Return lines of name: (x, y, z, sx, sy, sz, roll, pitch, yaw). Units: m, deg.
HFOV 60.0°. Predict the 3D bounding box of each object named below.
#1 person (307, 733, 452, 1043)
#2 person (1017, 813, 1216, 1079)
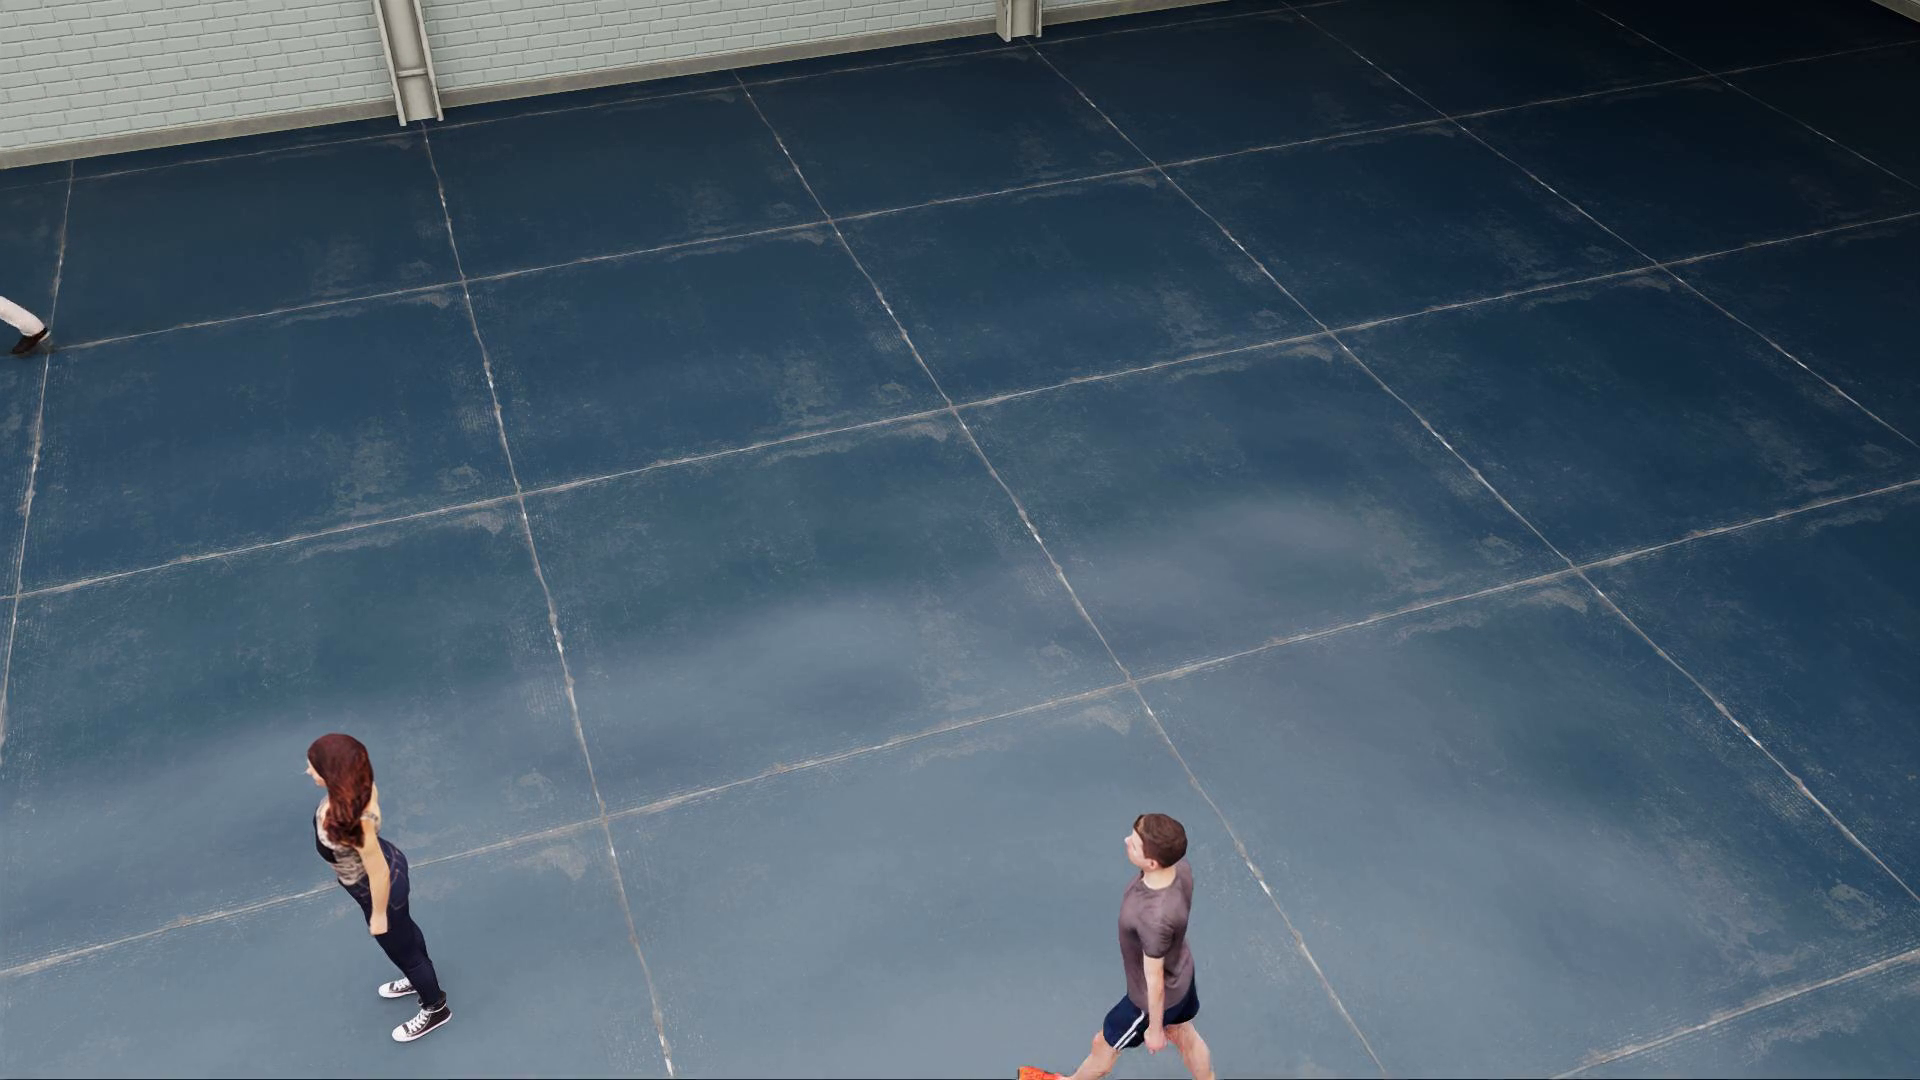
person: (-2.487, 1.475, 7.141, 0.545, 1.770, 0.617, -15, 41, -19)
person: (0.872, 1.807, 6.688, 1.252, 1.803, 1.113, 11, 39, 13)
